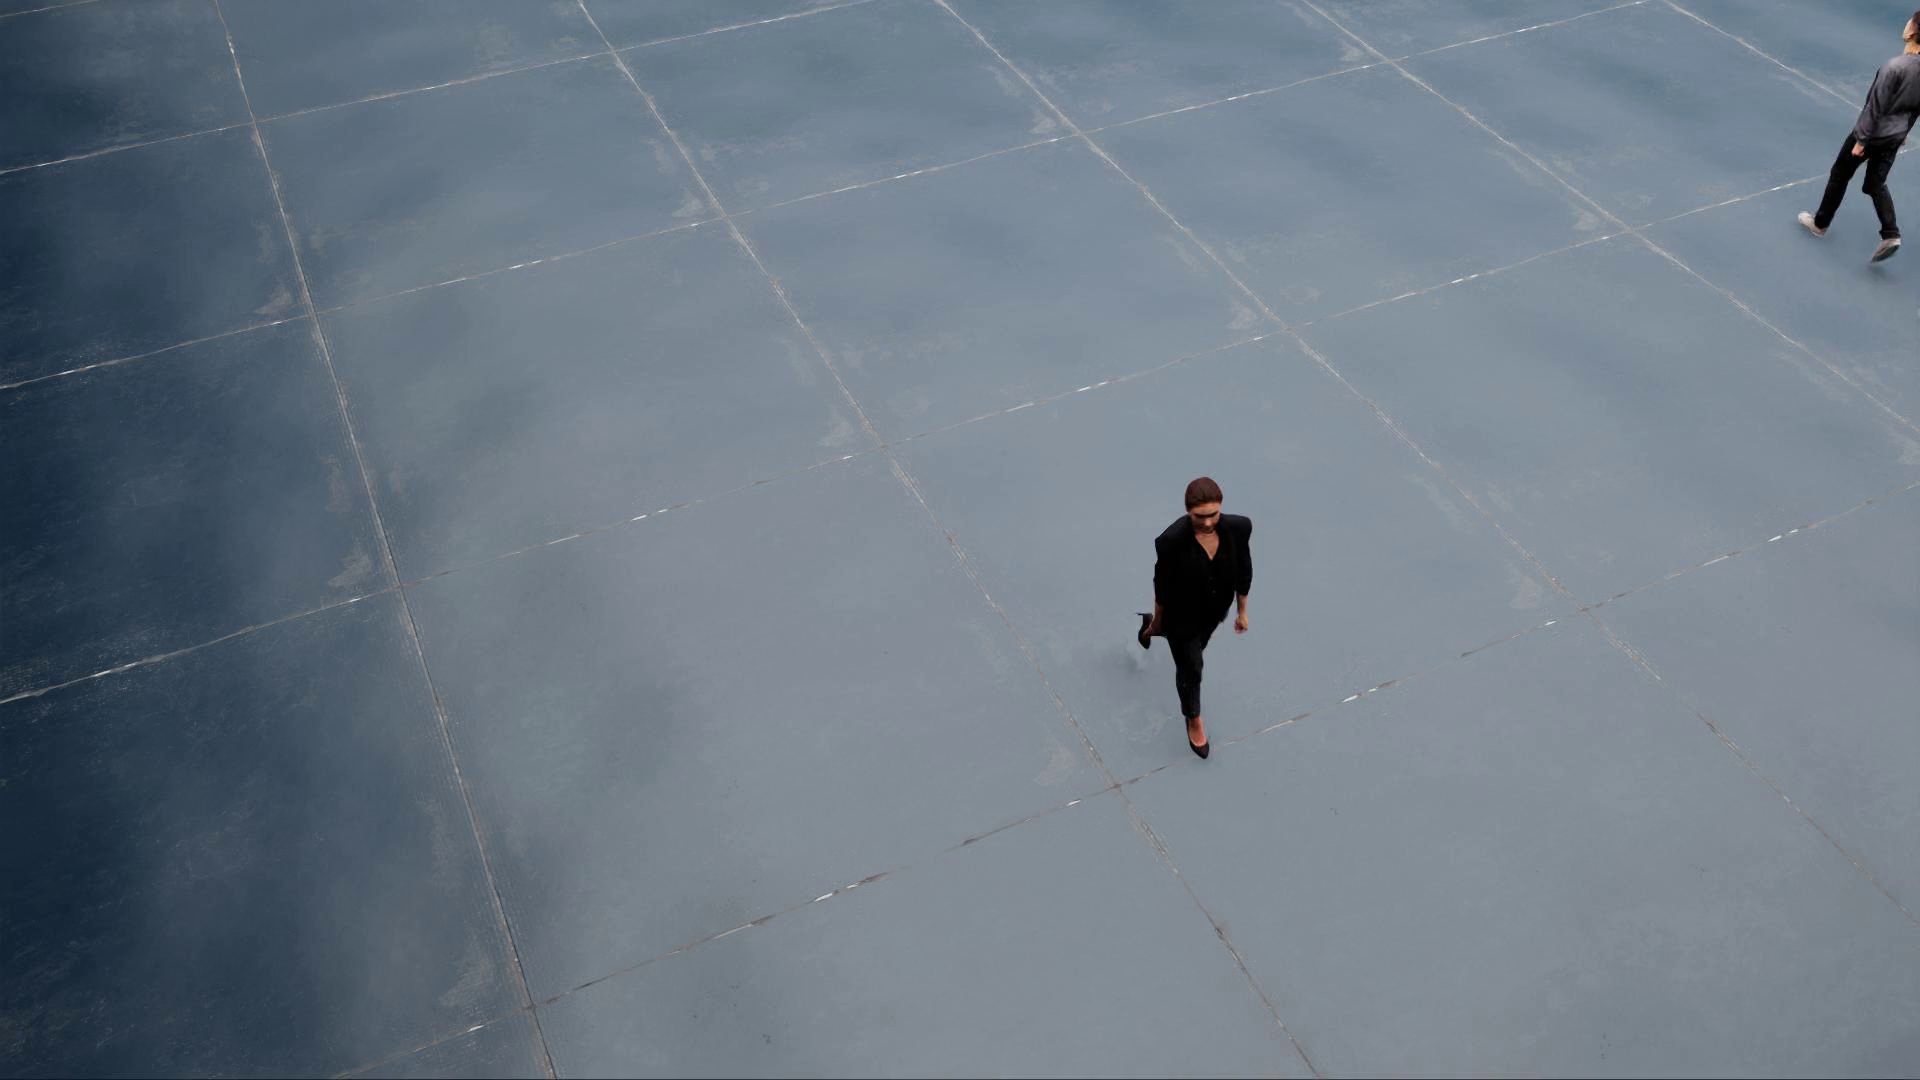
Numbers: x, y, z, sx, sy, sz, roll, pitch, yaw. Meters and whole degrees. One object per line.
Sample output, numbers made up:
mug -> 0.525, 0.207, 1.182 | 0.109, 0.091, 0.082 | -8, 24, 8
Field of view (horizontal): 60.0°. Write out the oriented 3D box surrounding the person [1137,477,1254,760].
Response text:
person -> 1.109, 0.279, 8.195 | 0.661, 1.686, 1.046 | -16, 45, -17

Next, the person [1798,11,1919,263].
person -> 6.412, -2.748, 11.491 | 0.740, 1.737, 1.100 | -11, 43, -11
